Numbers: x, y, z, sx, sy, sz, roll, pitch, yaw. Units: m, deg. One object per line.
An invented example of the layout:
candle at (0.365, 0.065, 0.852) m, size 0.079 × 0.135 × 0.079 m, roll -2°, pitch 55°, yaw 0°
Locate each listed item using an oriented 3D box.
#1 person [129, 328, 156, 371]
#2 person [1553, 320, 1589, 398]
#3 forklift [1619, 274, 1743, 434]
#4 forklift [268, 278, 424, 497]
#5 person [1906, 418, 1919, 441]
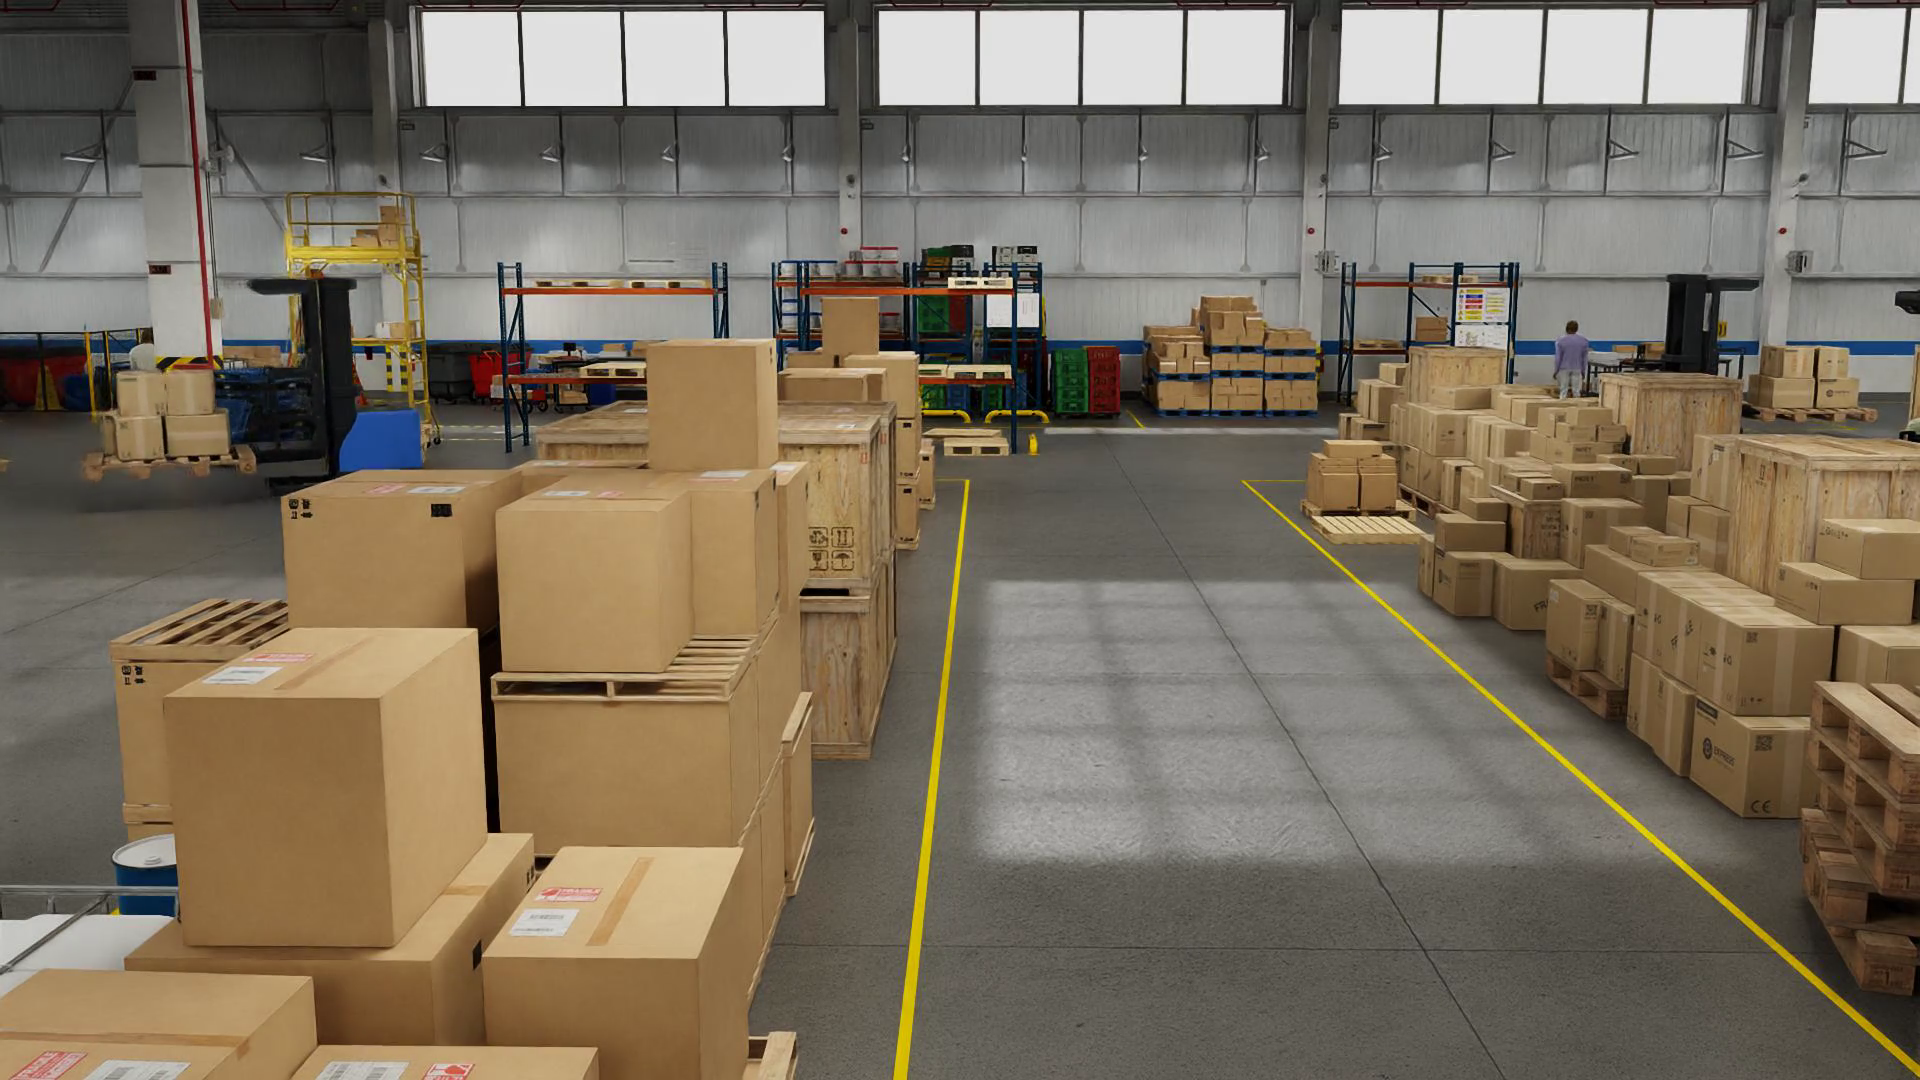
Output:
person at (-13.636, -2.608, 28.069) m, size 0.636 × 1.938 × 0.358 m, roll 0°, pitch 9°, yaw 1°
person at (11.642, -3.221, 31.745) m, size 0.636 × 1.938 × 0.358 m, roll 0°, pitch 9°, yaw 1°
forklift at (12.689, -3.275, 29.255) m, size 1.873 × 2.768 × 1.129 m, roll 0°, pitch 9°, yaw 1°
forklift at (-8.180, -2.059, 21.971) m, size 1.873 × 2.768 × 1.129 m, roll -5°, pitch 11°, yaw -25°
person at (8.884, -0.486, 15.189) m, size 0.624 × 1.993 × 0.385 m, roll 0°, pitch 9°, yaw 1°
